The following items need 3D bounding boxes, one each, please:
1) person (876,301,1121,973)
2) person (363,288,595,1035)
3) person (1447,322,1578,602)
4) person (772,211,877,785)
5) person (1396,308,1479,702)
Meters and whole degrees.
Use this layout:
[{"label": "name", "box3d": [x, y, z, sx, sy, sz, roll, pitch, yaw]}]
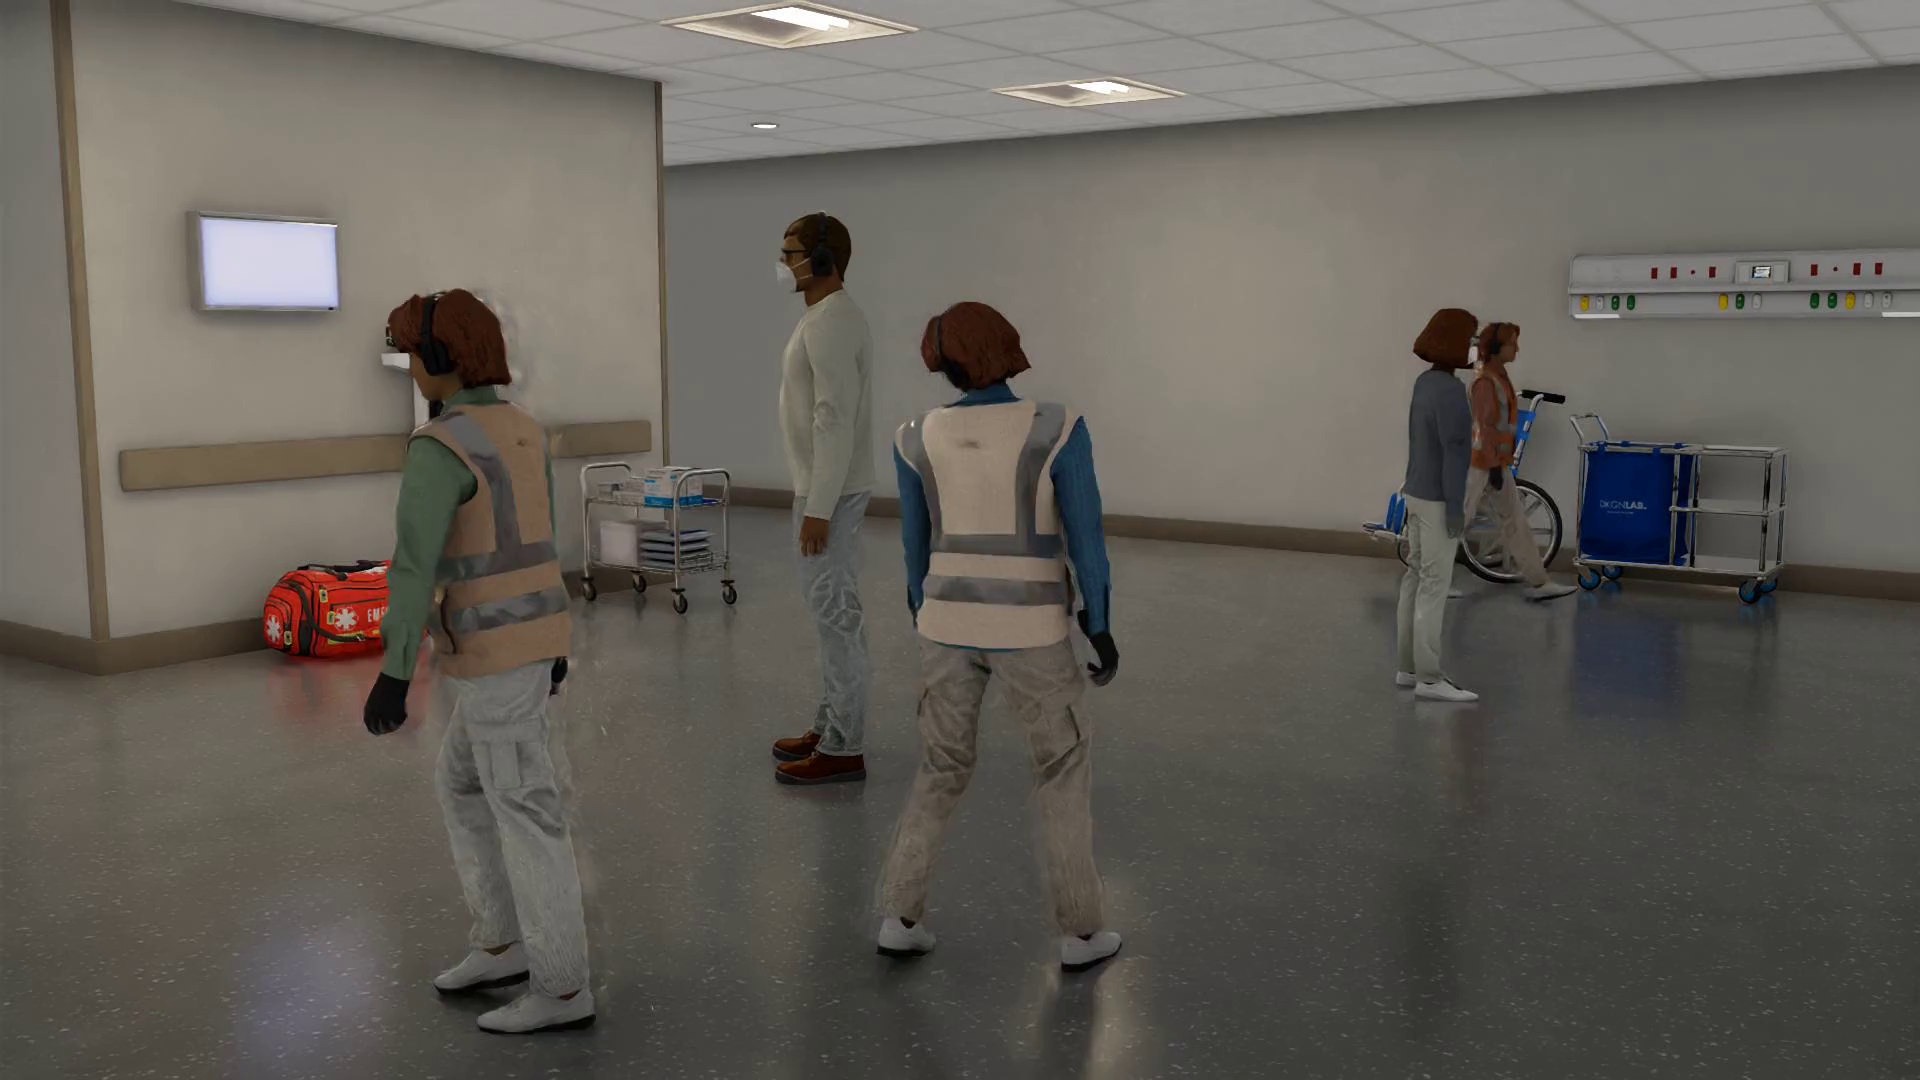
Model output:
[{"label": "person", "box3d": [0.088, 0.240, 3.965, 0.566, 1.610, 0.412, 3, 8, 25]}, {"label": "person", "box3d": [-1.045, 0.269, 3.630, 0.541, 1.614, 0.538, 1, 7, 4]}, {"label": "person", "box3d": [3.032, -0.433, 9.415, 0.877, 1.584, 0.534, 4, 8, 32]}, {"label": "person", "box3d": [-0.470, -0.141, 5.694, 0.372, 1.940, 0.632, -1, 7, -6]}, {"label": "person", "box3d": [2.013, -0.150, 6.982, 0.287, 1.631, 0.501, 0, 7, -1]}]
